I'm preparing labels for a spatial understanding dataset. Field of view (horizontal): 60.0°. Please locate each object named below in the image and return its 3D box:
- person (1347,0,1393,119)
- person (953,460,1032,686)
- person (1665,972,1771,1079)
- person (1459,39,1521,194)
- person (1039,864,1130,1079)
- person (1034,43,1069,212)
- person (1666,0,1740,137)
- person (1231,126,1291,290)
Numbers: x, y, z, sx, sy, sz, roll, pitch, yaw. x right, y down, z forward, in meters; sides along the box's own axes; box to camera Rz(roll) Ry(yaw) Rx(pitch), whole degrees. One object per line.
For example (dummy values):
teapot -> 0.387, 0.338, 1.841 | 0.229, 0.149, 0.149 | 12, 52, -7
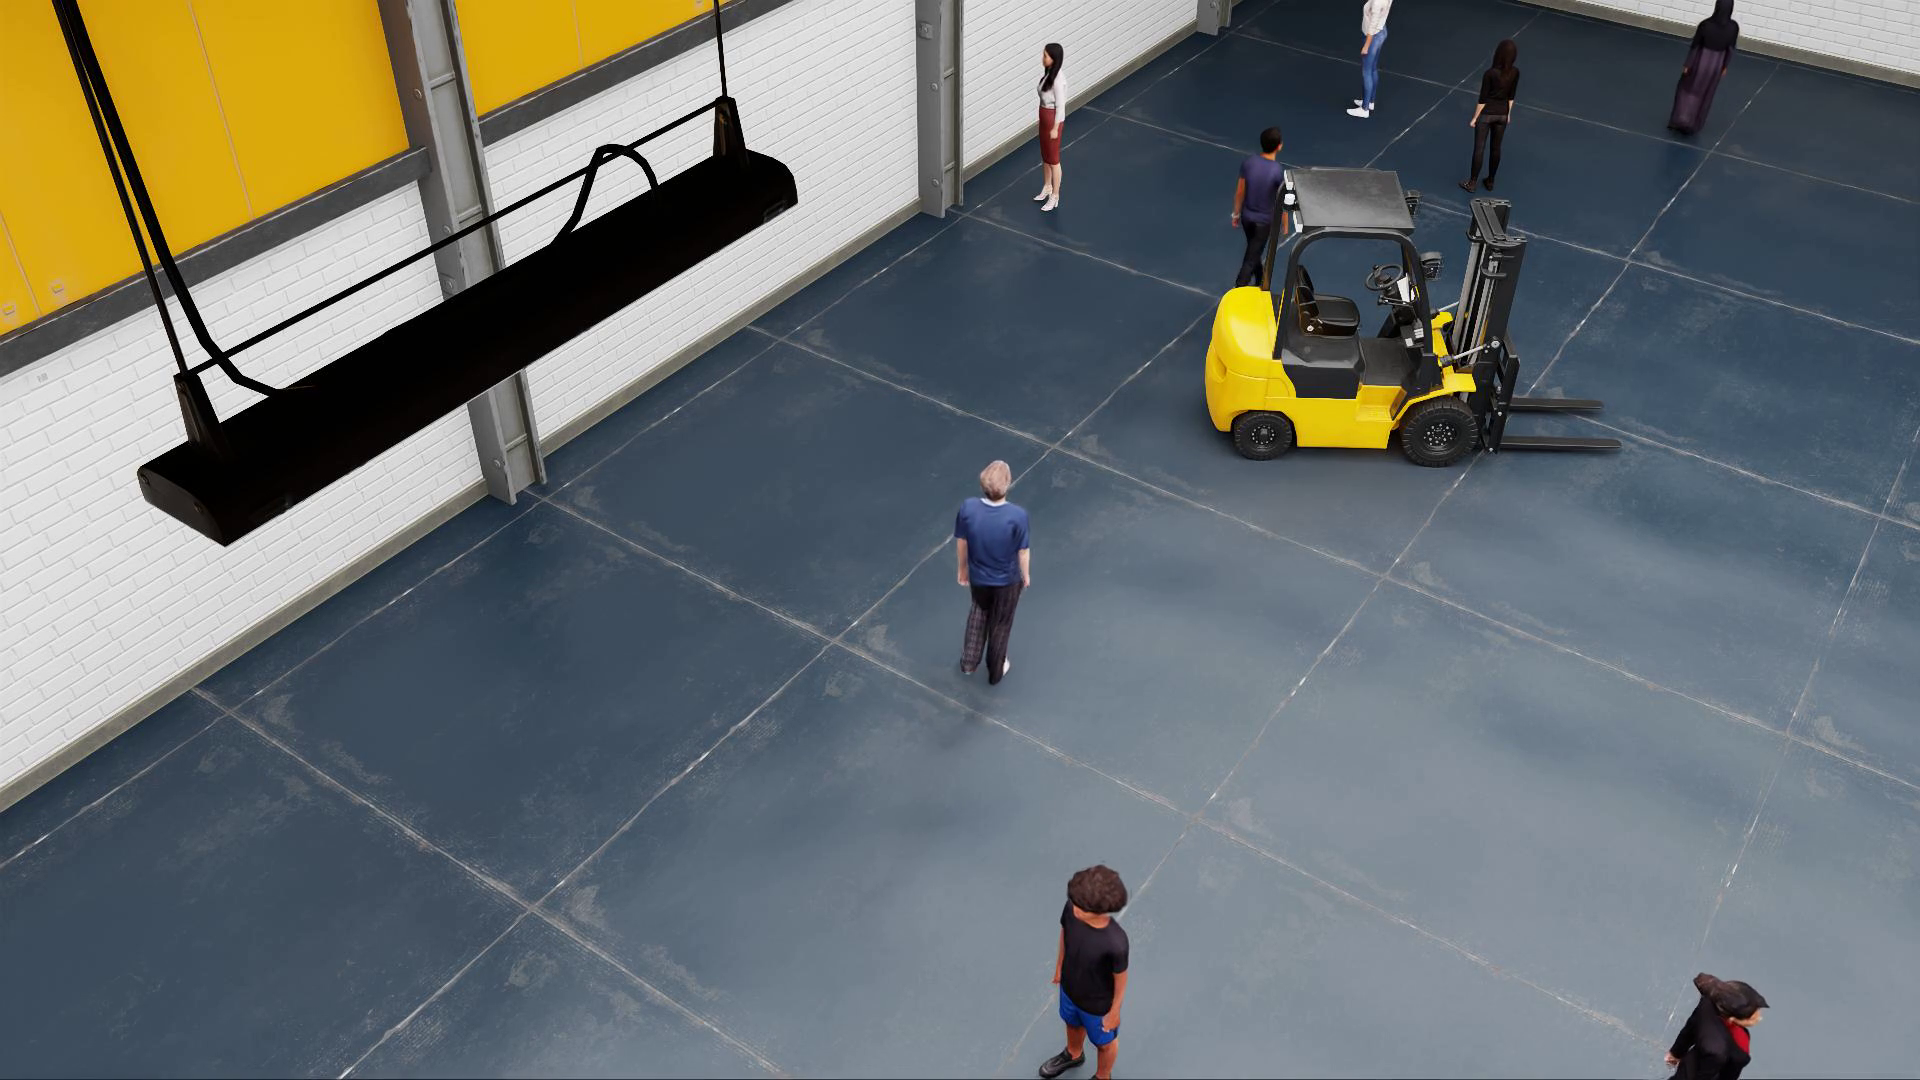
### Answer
person -> 4.686, -5.656, 18.816 | 0.693, 1.720, 0.496 | 19, 42, 22
person -> 0.210, 0.301, 11.246 | 0.743, 1.858, 0.770 | 13, 40, 16
person -> 3.597, 2.752, 8.386 | 0.784, 1.596, 1.041 | 14, 41, 17
person -> 5.557, -4.417, 17.328 | 0.632, 1.640, 0.697 | -7, 39, -9
person -> 0.696, 2.336, 8.749 | 0.626, 1.793, 0.666 | -28, 46, -30
person -> 0.926, -4.231, 17.006 | 0.704, 1.751, 0.670 | -11, 40, -13
person -> 8.252, -5.231, 18.370 | 0.727, 1.611, 0.789 | 12, 40, 15
person -> 2.697, -2.890, 15.338 | 0.724, 1.738, 1.151 | 28, 46, 30
